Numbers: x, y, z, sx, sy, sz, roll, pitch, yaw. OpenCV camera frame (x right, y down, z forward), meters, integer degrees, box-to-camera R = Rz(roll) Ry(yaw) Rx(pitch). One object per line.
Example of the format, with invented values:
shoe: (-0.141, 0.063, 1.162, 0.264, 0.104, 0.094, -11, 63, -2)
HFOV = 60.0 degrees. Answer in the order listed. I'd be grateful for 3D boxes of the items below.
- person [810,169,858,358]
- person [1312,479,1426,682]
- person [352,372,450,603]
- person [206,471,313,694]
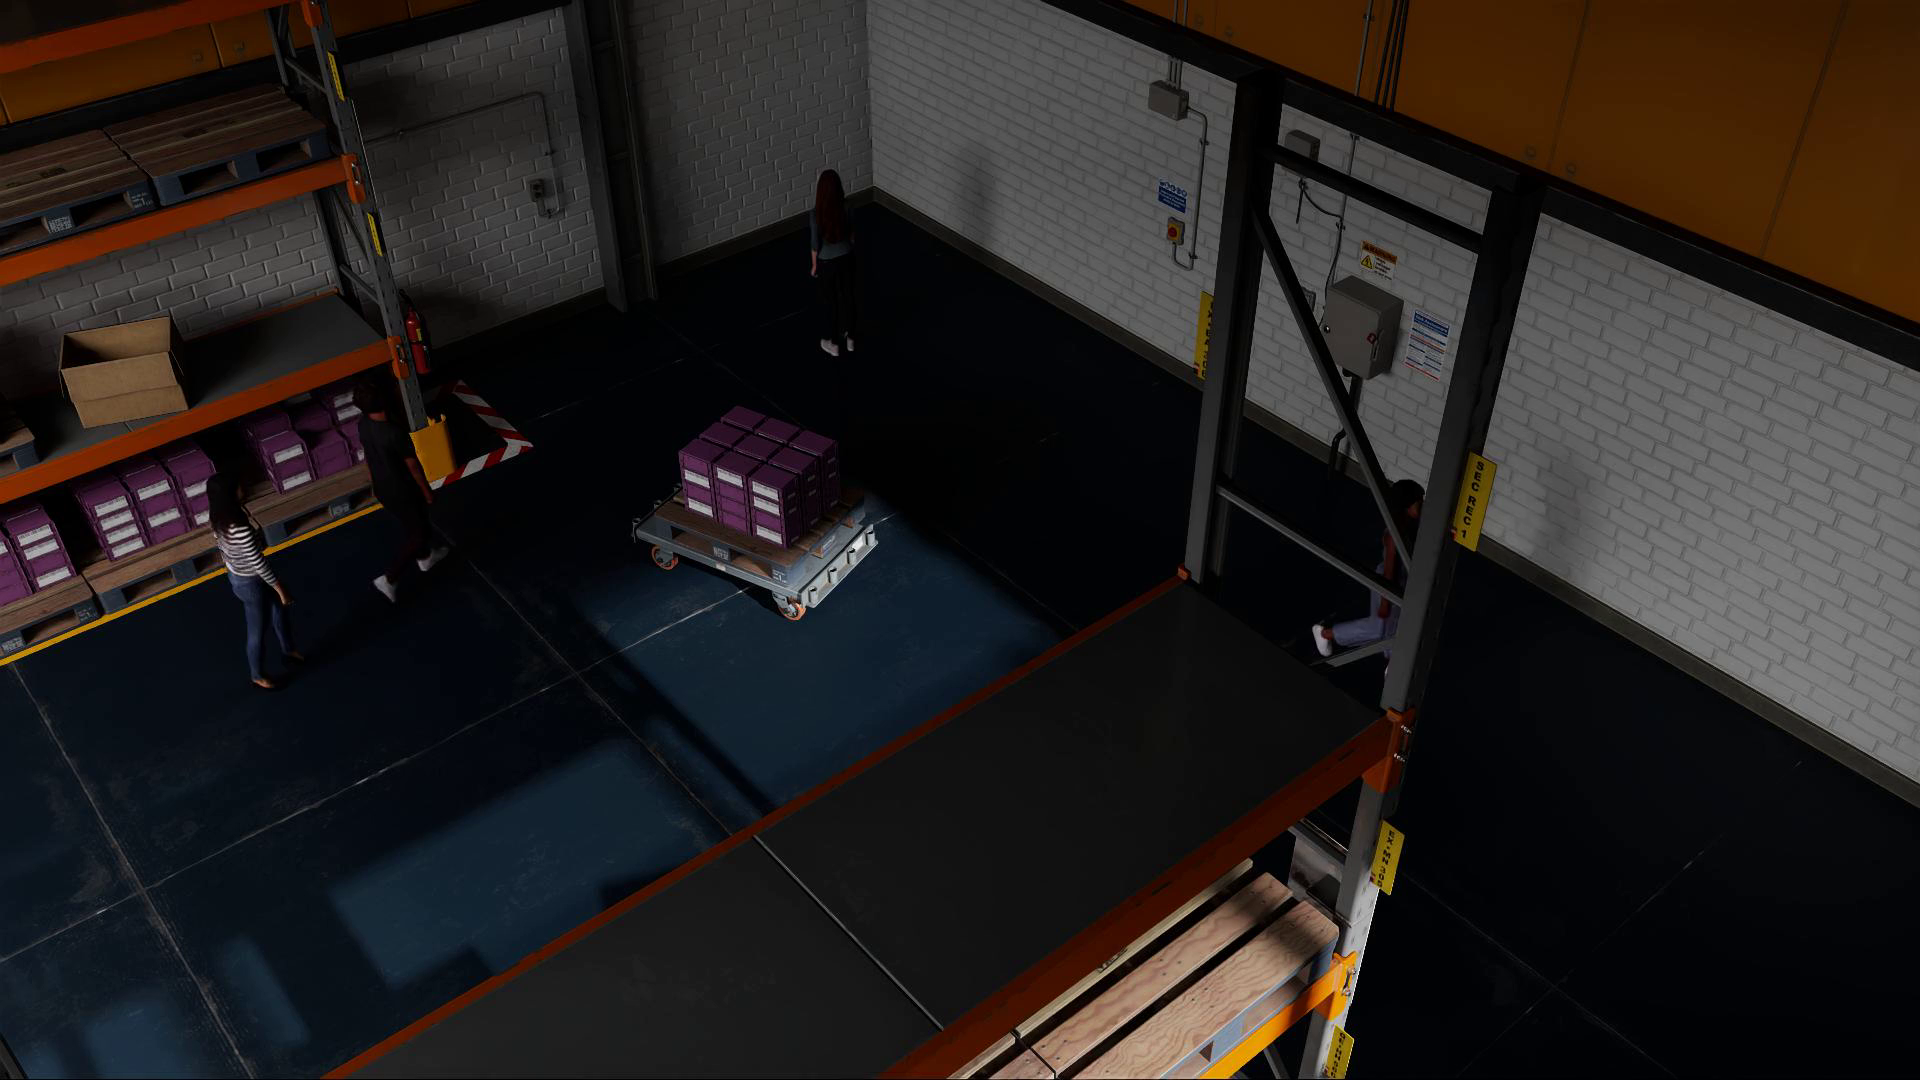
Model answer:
person: (-1.081, -2.400, 14.436, 0.559, 1.743, 0.691, -16, 41, -19)
person: (2.818, 0.284, 11.130, 0.812, 1.674, 1.018, 23, 44, 26)
person: (-4.054, -0.353, 11.858, 0.775, 1.762, 1.058, 23, 44, 26)
person: (-4.759, 0.345, 10.977, 0.714, 1.770, 0.634, -31, 48, -33)
